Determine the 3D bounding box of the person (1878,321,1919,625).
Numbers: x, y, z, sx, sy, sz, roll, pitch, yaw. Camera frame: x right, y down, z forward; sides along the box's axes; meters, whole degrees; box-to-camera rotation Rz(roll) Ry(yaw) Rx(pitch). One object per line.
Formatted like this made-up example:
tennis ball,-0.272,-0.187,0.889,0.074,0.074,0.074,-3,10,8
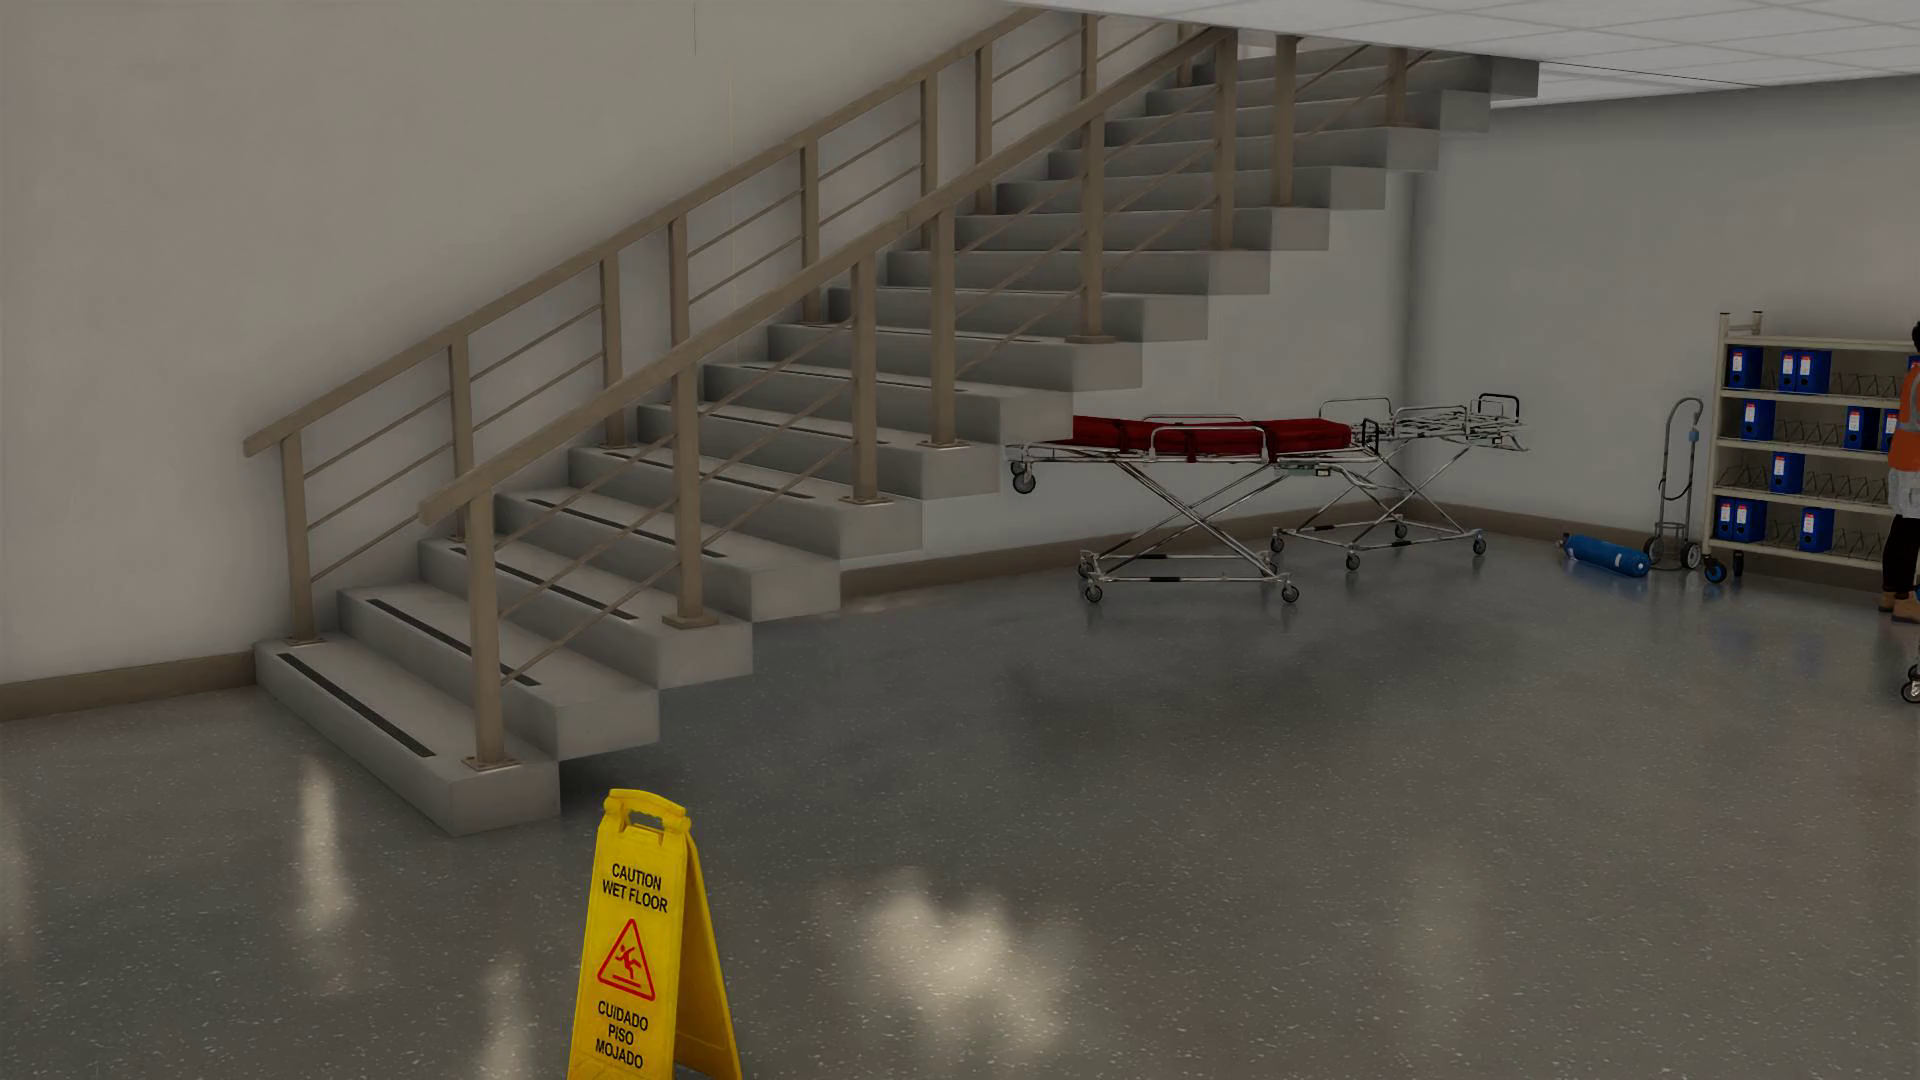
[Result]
person,5.264,-0.394,9.100,0.321,1.697,0.529,3,10,18
